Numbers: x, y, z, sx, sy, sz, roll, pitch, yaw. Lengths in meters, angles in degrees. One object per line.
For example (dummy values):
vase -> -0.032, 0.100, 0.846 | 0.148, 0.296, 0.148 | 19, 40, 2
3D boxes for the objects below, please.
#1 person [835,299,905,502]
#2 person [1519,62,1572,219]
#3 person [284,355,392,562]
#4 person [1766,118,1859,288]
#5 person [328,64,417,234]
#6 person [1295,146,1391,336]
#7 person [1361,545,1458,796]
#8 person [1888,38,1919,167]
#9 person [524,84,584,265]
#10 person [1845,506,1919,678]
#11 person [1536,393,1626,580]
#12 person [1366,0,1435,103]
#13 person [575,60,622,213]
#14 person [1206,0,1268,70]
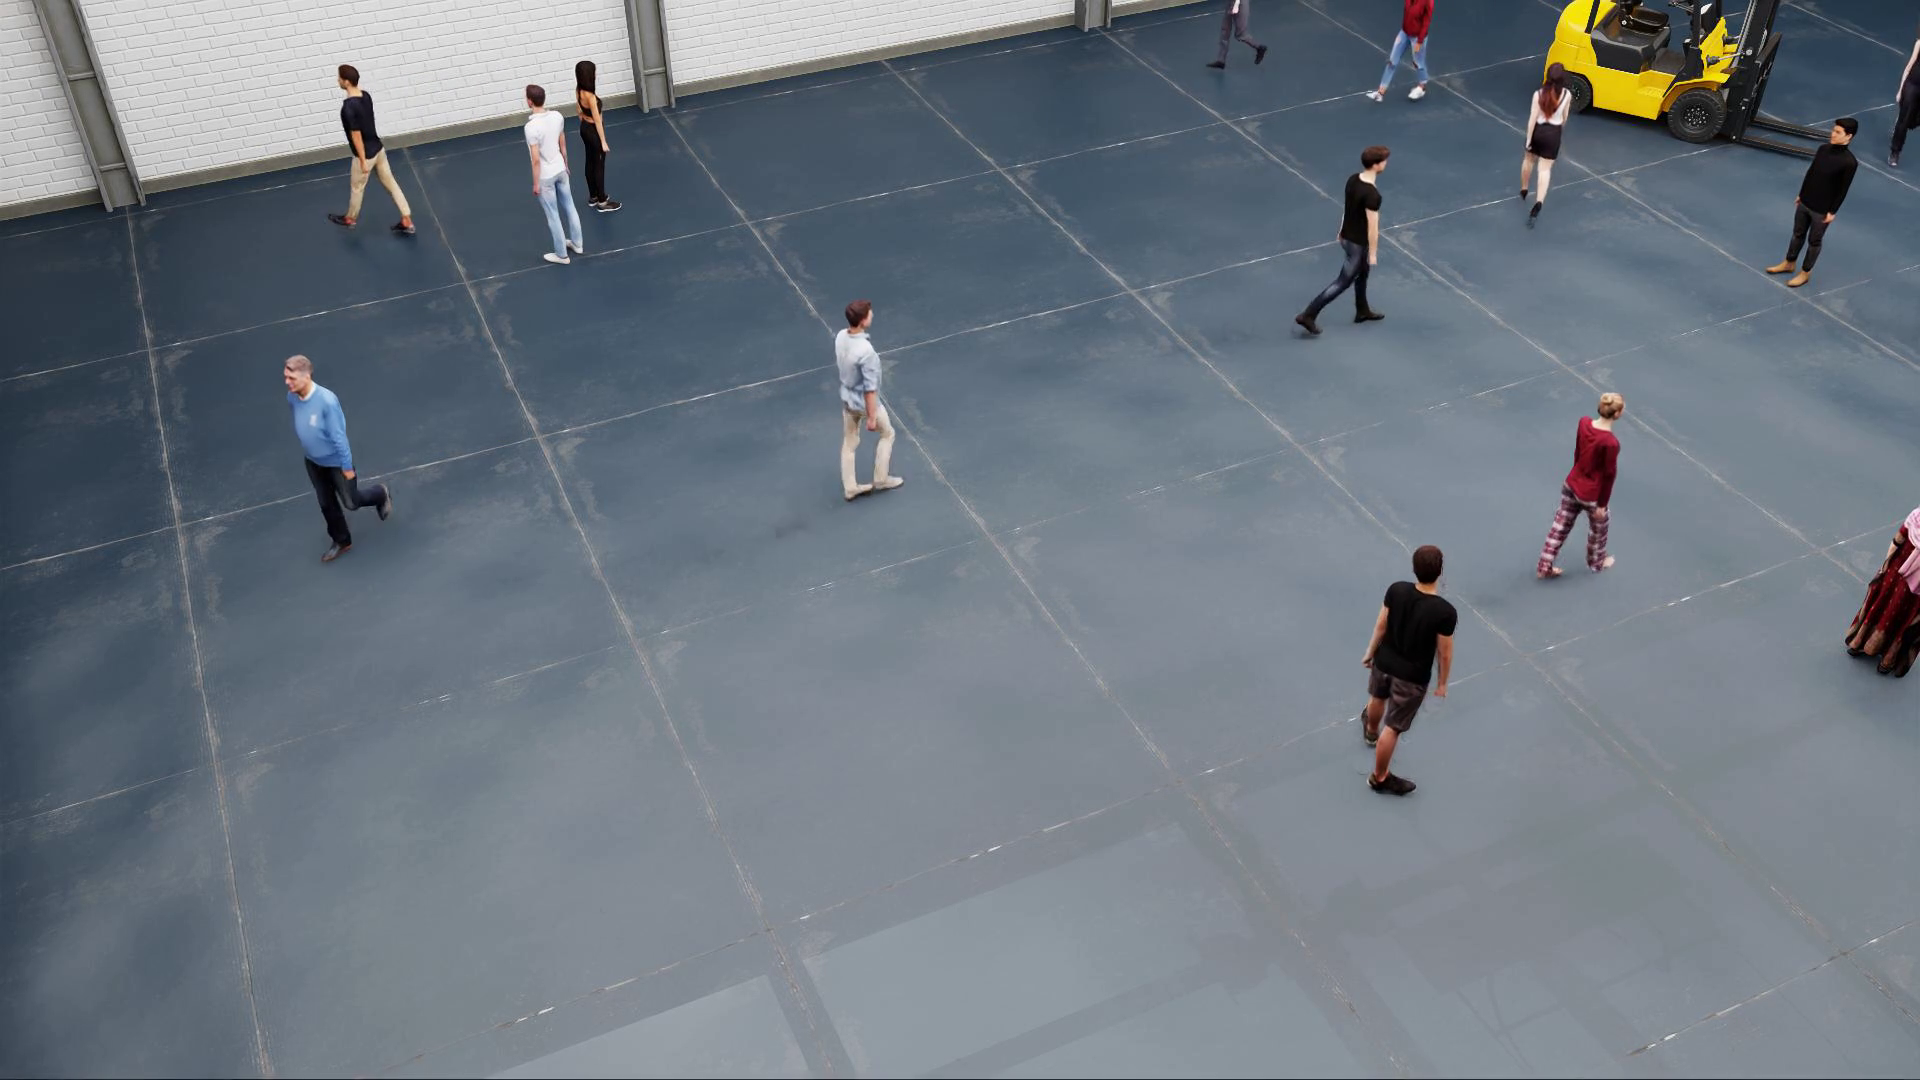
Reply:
person -> -0.878, -1.085, 13.436 | 0.821, 1.834, 0.752 | -25, 45, -28
person -> 6.140, -4.163, 17.463 | 1.046, 1.618, 1.014 | 7, 39, 9
person -> -4.874, -0.691, 12.970 | 1.003, 1.799, 1.078 | 15, 41, 18
person -> 8.448, -3.337, 16.345 | 0.567, 1.722, 0.667 | -12, 40, -14
person -> -5.975, -3.947, 17.030 | 1.232, 1.819, 1.097 | 7, 39, 9
person -> 3.613, -2.758, 15.504 | 1.272, 1.867, 0.871 | -8, 39, -9
person -> 2.907, 0.870, 10.986 | 1.022, 1.835, 0.994 | -29, 47, -31
person -> 10.666, -5.069, 18.508 | 0.935, 1.729, 0.991 | 12, 40, 14
person -> -4.095, -3.664, 16.652 | 0.794, 1.850, 0.688 | 20, 43, 23
person -> 6.852, 0.254, 11.915 | 0.664, 1.639, 0.703 | -25, 45, -28
person -> 4.710, -0.377, 12.672 | 0.874, 1.680, 0.656 | -15, 41, -18
person -> 5.435, -5.955, 19.737 | 1.079, 1.580, 0.667 | -19, 43, -23
person -> -3.892, -4.285, 17.595 | 0.562, 1.642, 0.616 | -26, 46, -29
person -> 3.479, -6.600, 20.404 | 1.024, 1.757, 0.774 | -4, 39, -5
